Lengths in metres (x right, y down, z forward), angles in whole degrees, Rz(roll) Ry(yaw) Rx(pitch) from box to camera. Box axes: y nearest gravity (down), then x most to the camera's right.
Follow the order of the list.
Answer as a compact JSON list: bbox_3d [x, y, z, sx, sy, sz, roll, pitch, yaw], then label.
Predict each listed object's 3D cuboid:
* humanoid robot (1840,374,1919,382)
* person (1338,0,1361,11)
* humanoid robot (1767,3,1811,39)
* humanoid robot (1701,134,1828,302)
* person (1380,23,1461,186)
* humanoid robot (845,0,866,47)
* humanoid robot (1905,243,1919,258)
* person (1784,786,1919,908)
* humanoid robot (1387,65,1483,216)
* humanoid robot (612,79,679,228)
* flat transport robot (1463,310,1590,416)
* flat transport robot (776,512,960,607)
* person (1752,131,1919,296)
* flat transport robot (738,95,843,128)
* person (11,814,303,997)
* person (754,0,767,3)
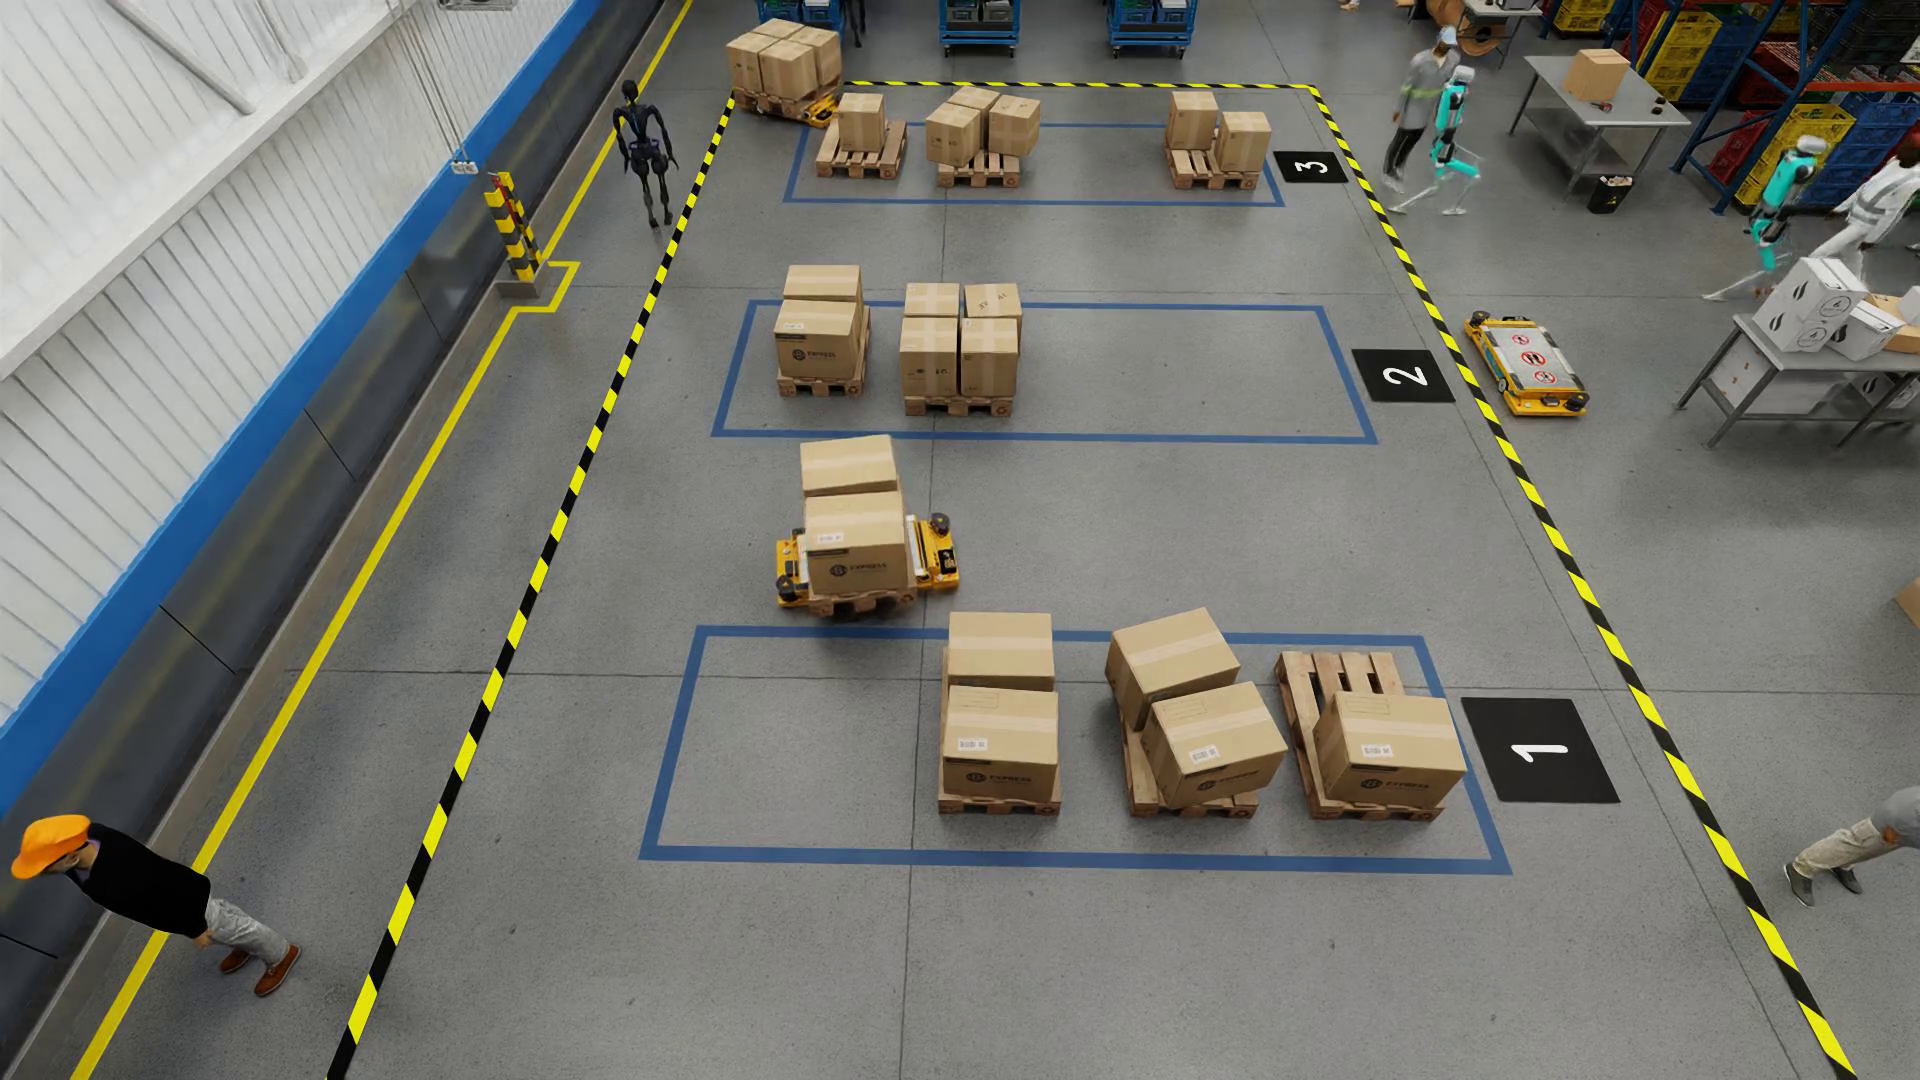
[{"bbox_3d":[8.755,-1.886,8.246,0.590,1.631,0.720,-5,49,-5],"label":"humanoid robot"},{"bbox_3d":[6.582,-9.619,14.819,0.429,1.843,0.624,7,49,6],"label":"person"},{"bbox_3d":[12.537,-8.068,13.589,0.866,1.840,0.547,-14,51,-12],"label":"humanoid robot"},{"bbox_3d":[8.437,-3.147,9.327,0.892,1.823,0.564,10,50,9],"label":"humanoid robot"},{"bbox_3d":[5.526,-5.195,10.986,0.596,1.852,0.395,-6,49,-5],"label":"person"},{"bbox_3d":[-1.670,-8.544,14.023,0.606,1.627,0.773,-10,50,-8],"label":"humanoid robot"},{"bbox_3d":[11.090,-3.821,9.819,0.692,1.723,0.542,5,49,4],"label":"humanoid robot"},{"bbox_3d":[5.469,1.569,5.181,0.564,1.769,0.392,-7,50,-6],"label":"person"},{"bbox_3d":[5.691,-4.434,10.446,1.047,1.768,0.537,9,50,8],"label":"humanoid robot"},{"bbox_3d":[-3.519,-4.303,10.328,0.609,1.638,0.470,-7,49,-6],"label":"humanoid robot"},{"bbox_3d":[5.573,-1.757,9.054,0.659,0.231,1.431,1,49,1],"label":"flat transport robot"},{"bbox_3d":[-0.759,0.146,7.389,1.431,0.197,0.652,-7,50,-6],"label":"flat transport robot"},{"bbox_3d":[9.177,-3.210,9.281,0.952,1.852,0.570,19,52,16],"label":"person"},{"bbox_3d":[-2.348,-6.147,12.836,1.431,0.197,0.652,23,53,18],"label":"flat transport robot"},{"bbox_3d":[-4.146,1.915,4.809,0.587,1.884,0.361,21,52,17],"label":"person"},{"bbox_3d":[-3.362,-9.912,15.018,0.371,1.932,0.620,-4,49,-4],"label":"person"}]
